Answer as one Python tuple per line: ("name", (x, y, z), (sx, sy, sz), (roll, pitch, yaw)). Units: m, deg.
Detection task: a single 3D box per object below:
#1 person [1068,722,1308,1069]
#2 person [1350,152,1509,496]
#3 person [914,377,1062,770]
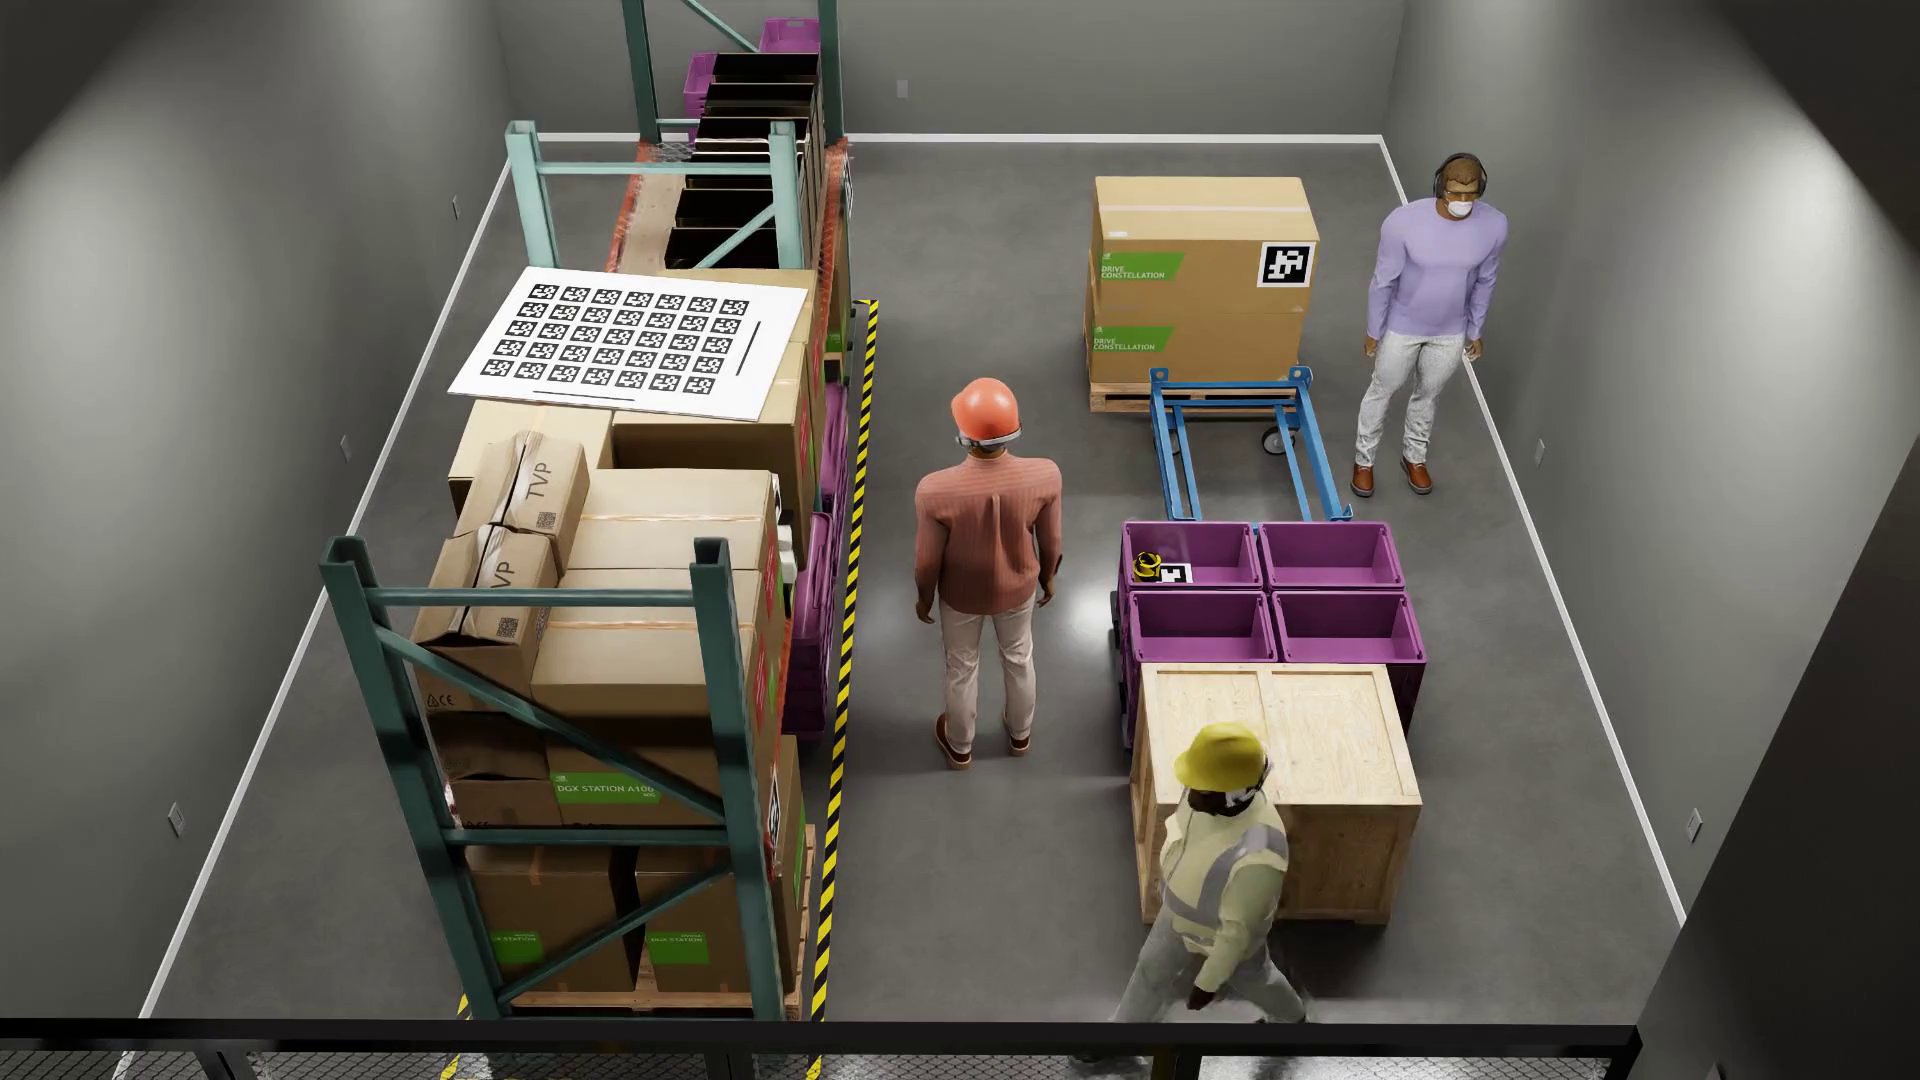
("person", (0.908, 1.276, 5.783), (0.935, 1.788, 0.590), (-12, 43, -13))
("person", (2.330, -1.061, 8.324), (0.627, 1.940, 0.370), (-1, 41, -1))
("person", (0.111, 0.170, 6.874), (0.622, 1.996, 0.369), (-10, 42, -11))
